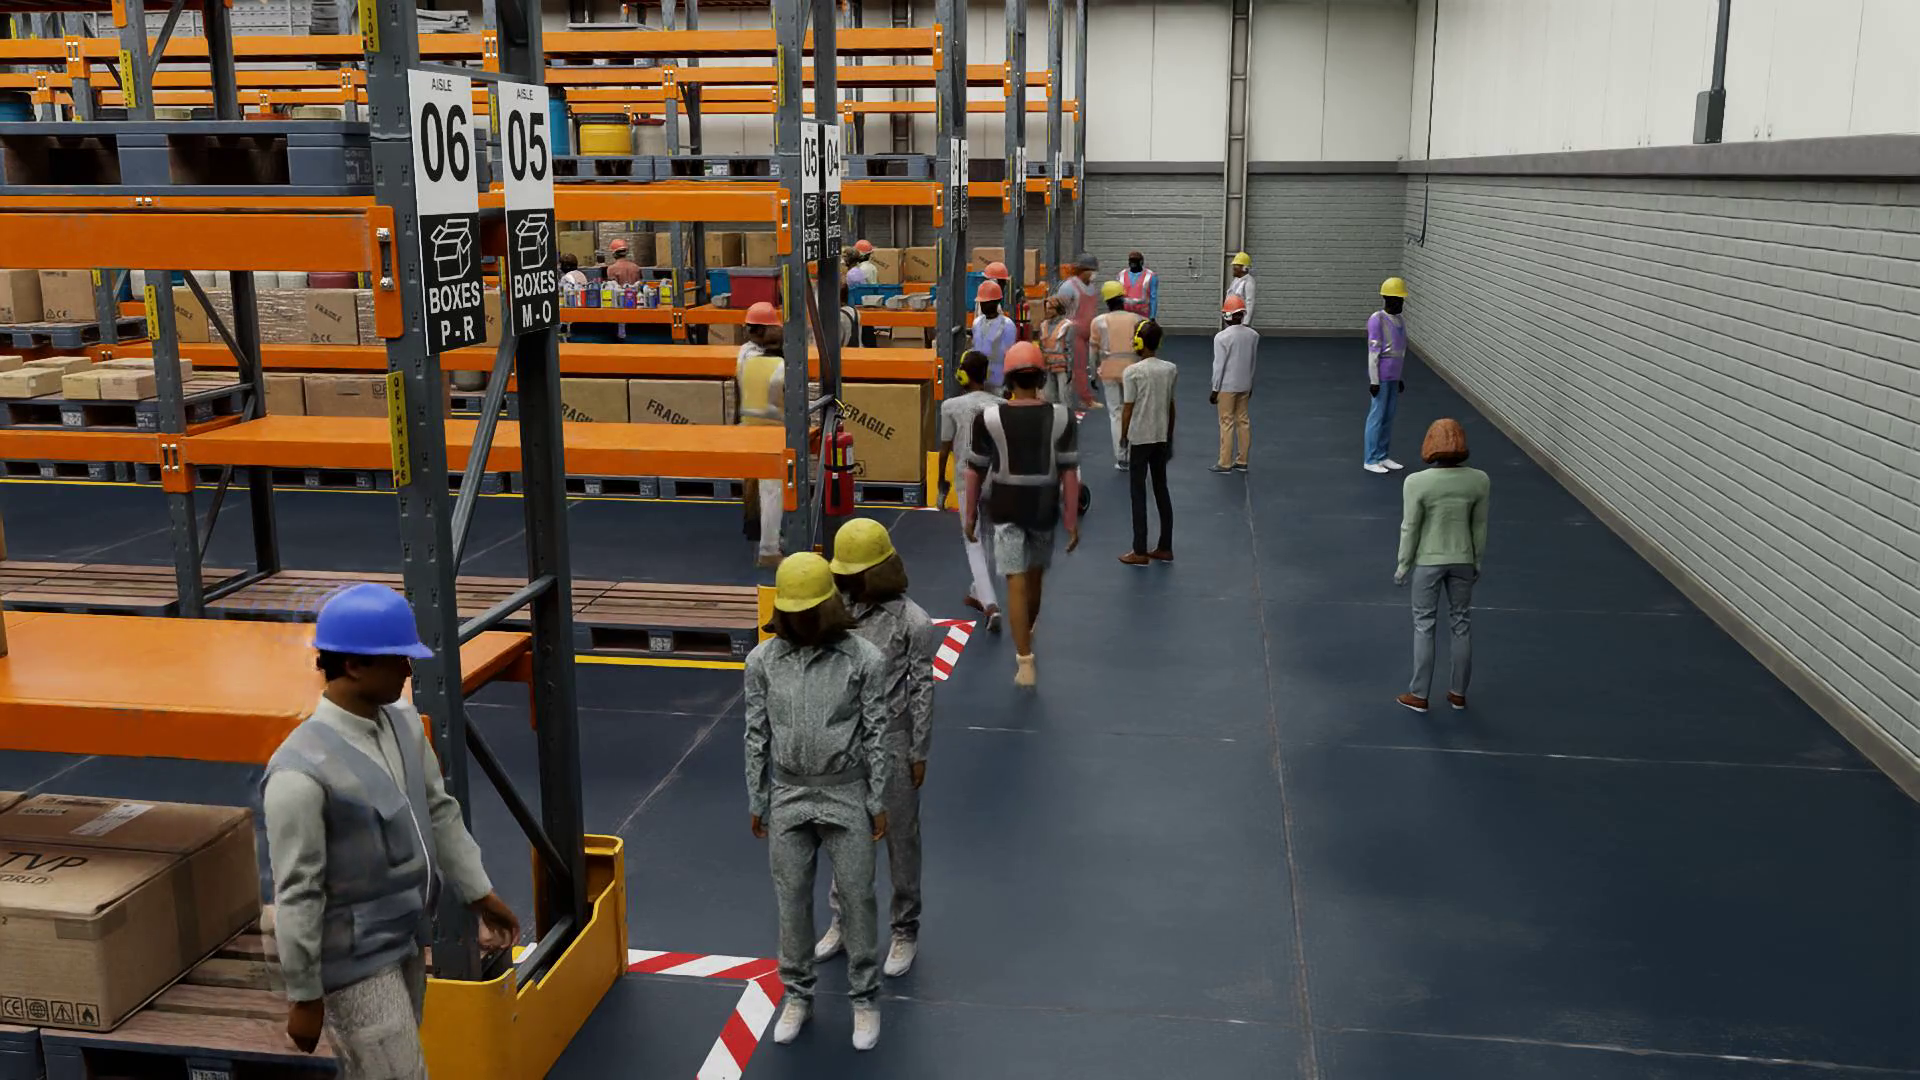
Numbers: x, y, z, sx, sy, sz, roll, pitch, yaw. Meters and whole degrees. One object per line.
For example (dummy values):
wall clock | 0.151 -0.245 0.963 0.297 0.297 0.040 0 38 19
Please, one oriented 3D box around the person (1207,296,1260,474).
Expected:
person | 2.691 -1.534 16.452 0.563 1.752 0.324 -9 15 -36

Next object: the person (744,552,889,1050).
person | -0.483 0.879 5.611 0.494 1.732 0.324 1 13 6

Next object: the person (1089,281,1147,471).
person | 1.585 -1.668 16.798 0.589 1.874 0.929 -2 13 -9

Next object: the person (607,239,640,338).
person | -4.919 -3.387 24.275 0.392 1.989 0.617 8 15 33

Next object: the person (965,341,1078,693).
person | 0.354 -0.167 9.754 0.635 1.982 1.066 -1 13 -6

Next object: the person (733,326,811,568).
person | -1.405 -0.721 12.689 0.709 1.793 0.741 9 15 35

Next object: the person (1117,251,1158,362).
person | 2.531 -3.240 23.982 0.626 1.836 0.430 5 13 21

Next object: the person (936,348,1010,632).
person | 0.127 -0.330 10.894 0.505 1.826 0.913 -5 13 -21

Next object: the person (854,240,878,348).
person | -1.372 -3.294 23.840 0.375 1.997 0.611 3 13 15

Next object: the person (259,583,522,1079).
person | -1.538 1.053 4.394 0.635 1.912 0.634 1 13 6

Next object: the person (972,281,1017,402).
person | 0.295 -1.533 16.059 0.388 1.930 0.549 -11 17 -41

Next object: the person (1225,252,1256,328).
person | 3.930 -3.119 23.414 0.404 1.836 0.597 -3 13 -13

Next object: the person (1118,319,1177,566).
person | 1.418 -0.729 12.593 0.514 1.860 0.328 -8 15 -32

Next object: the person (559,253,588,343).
person | -5.395 -3.050 23.094 0.429 1.842 0.633 2 13 10

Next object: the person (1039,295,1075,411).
person | 1.059 -1.847 18.147 0.313 1.630 0.527 -11 17 -40

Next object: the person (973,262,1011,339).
person | 0.353 -2.057 18.307 0.411 1.980 0.625 -2 13 -11

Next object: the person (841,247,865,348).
person | -1.480 -3.056 22.902 0.364 1.939 0.636 0 12 1

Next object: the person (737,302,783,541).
person | -1.609 -0.955 13.444 0.389 1.929 0.544 -3 13 -14

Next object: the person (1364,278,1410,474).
person | 4.245 -1.633 16.499 0.368 1.925 0.594 11 16 40

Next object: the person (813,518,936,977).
person | -0.334 0.761 6.135 0.487 1.733 0.326 6 14 25

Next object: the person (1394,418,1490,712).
person | 2.646 0.142 9.158 0.499 1.633 0.284 -2 13 -8

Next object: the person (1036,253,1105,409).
person | 1.383 -2.704 21.077 1.026 2.000 0.692 8 15 32
